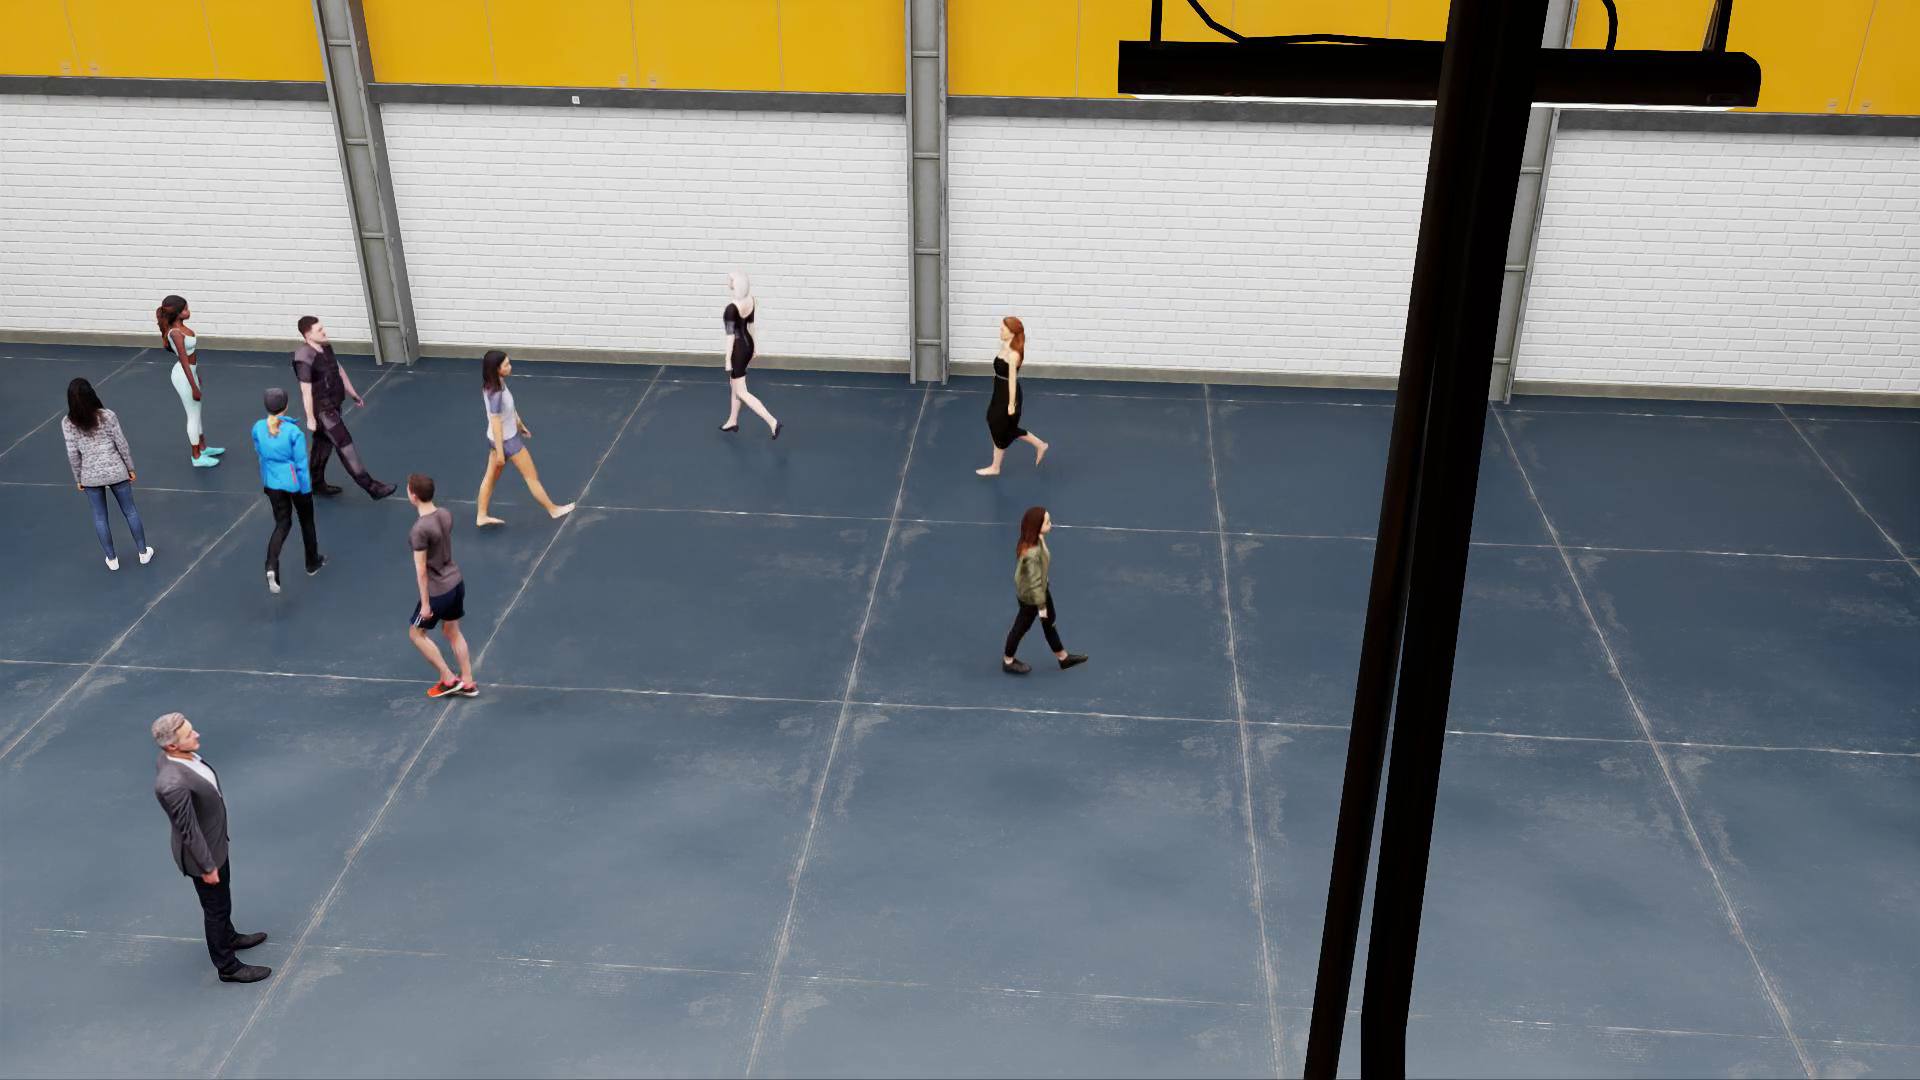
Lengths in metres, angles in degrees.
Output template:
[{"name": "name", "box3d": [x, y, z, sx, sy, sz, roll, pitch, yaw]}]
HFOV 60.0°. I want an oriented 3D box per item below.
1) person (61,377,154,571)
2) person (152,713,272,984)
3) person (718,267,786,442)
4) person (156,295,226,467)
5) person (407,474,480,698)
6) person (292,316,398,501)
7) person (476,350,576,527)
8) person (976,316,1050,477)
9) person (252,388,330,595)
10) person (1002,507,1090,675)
[{"name": "person", "box3d": [-7.331, -0.573, 14.219, 0.636, 1.731, 0.755, -13, 31, -22]}, {"name": "person", "box3d": [-4.448, 1.783, 9.784, 0.789, 1.842, 0.804, -12, 31, -21]}, {"name": "person", "box3d": [-2.092, -1.787, 16.368, 1.163, 1.805, 0.852, 13, 31, 22]}, {"name": "person", "box3d": [-7.433, -1.538, 15.996, 0.664, 1.724, 0.647, -11, 30, -19]}, {"name": "person", "box3d": [-3.787, 0.381, 12.359, 0.693, 1.837, 0.718, 6, 29, 11]}, {"name": "person", "box3d": [-5.904, -1.178, 15.256, 1.147, 1.801, 0.775, 0, 29, 0]}, {"name": "person", "box3d": [-4.138, -0.858, 14.793, 1.197, 1.682, 0.908, -9, 30, -16]}, {"name": "person", "box3d": [0.541, -1.344, 15.766, 1.003, 1.603, 0.714, -5, 29, -9]}, {"name": "person", "box3d": [-5.624, -0.380, 13.821, 1.035, 1.774, 0.745, 5, 29, 9]}, {"name": "person", "box3d": [0.488, 0.410, 12.711, 0.902, 1.450, 0.644, 4, 29, 8]}]
